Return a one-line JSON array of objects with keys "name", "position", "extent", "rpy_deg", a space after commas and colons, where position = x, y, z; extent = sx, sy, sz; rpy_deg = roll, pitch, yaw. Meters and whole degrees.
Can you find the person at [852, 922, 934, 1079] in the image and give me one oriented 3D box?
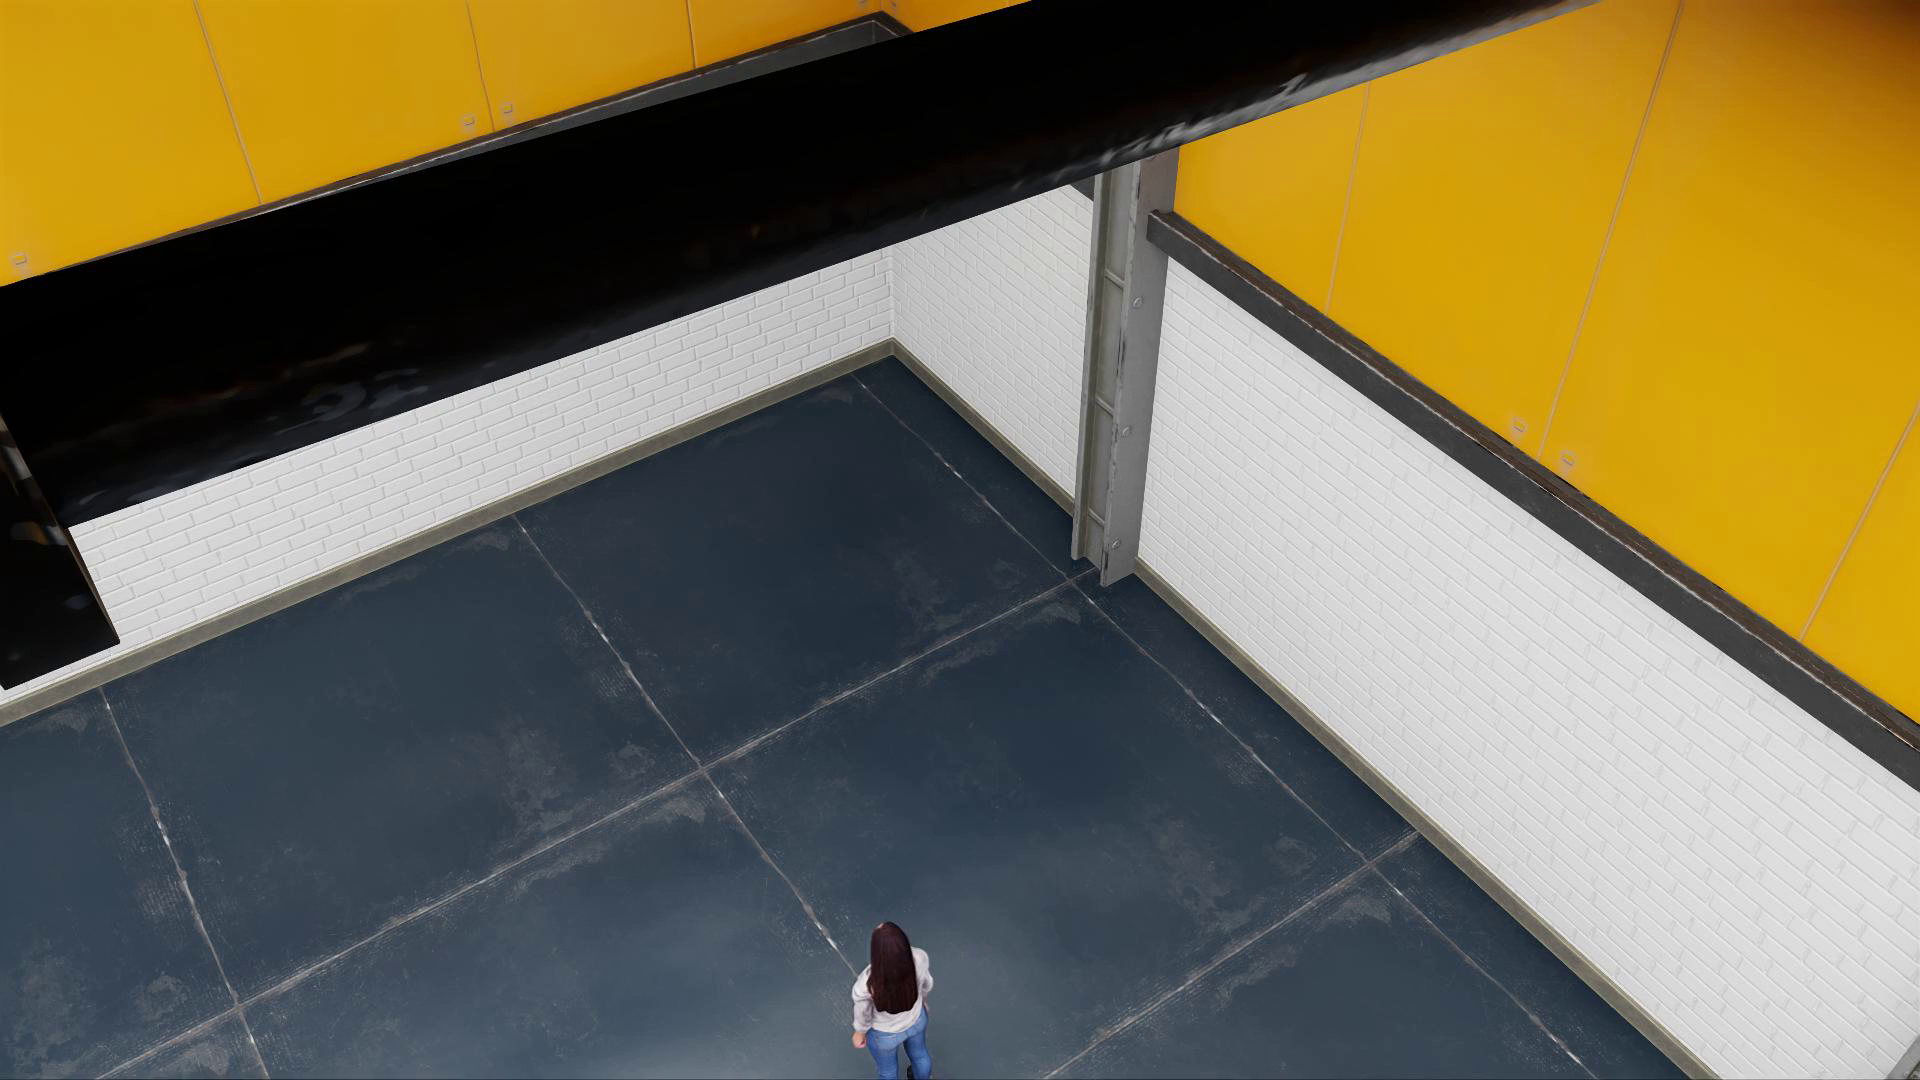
[{"name": "person", "position": [-0.321, 2.474, 8.514], "extent": [0.595, 1.633, 0.494], "rpy_deg": [-26, 49, -25]}]
